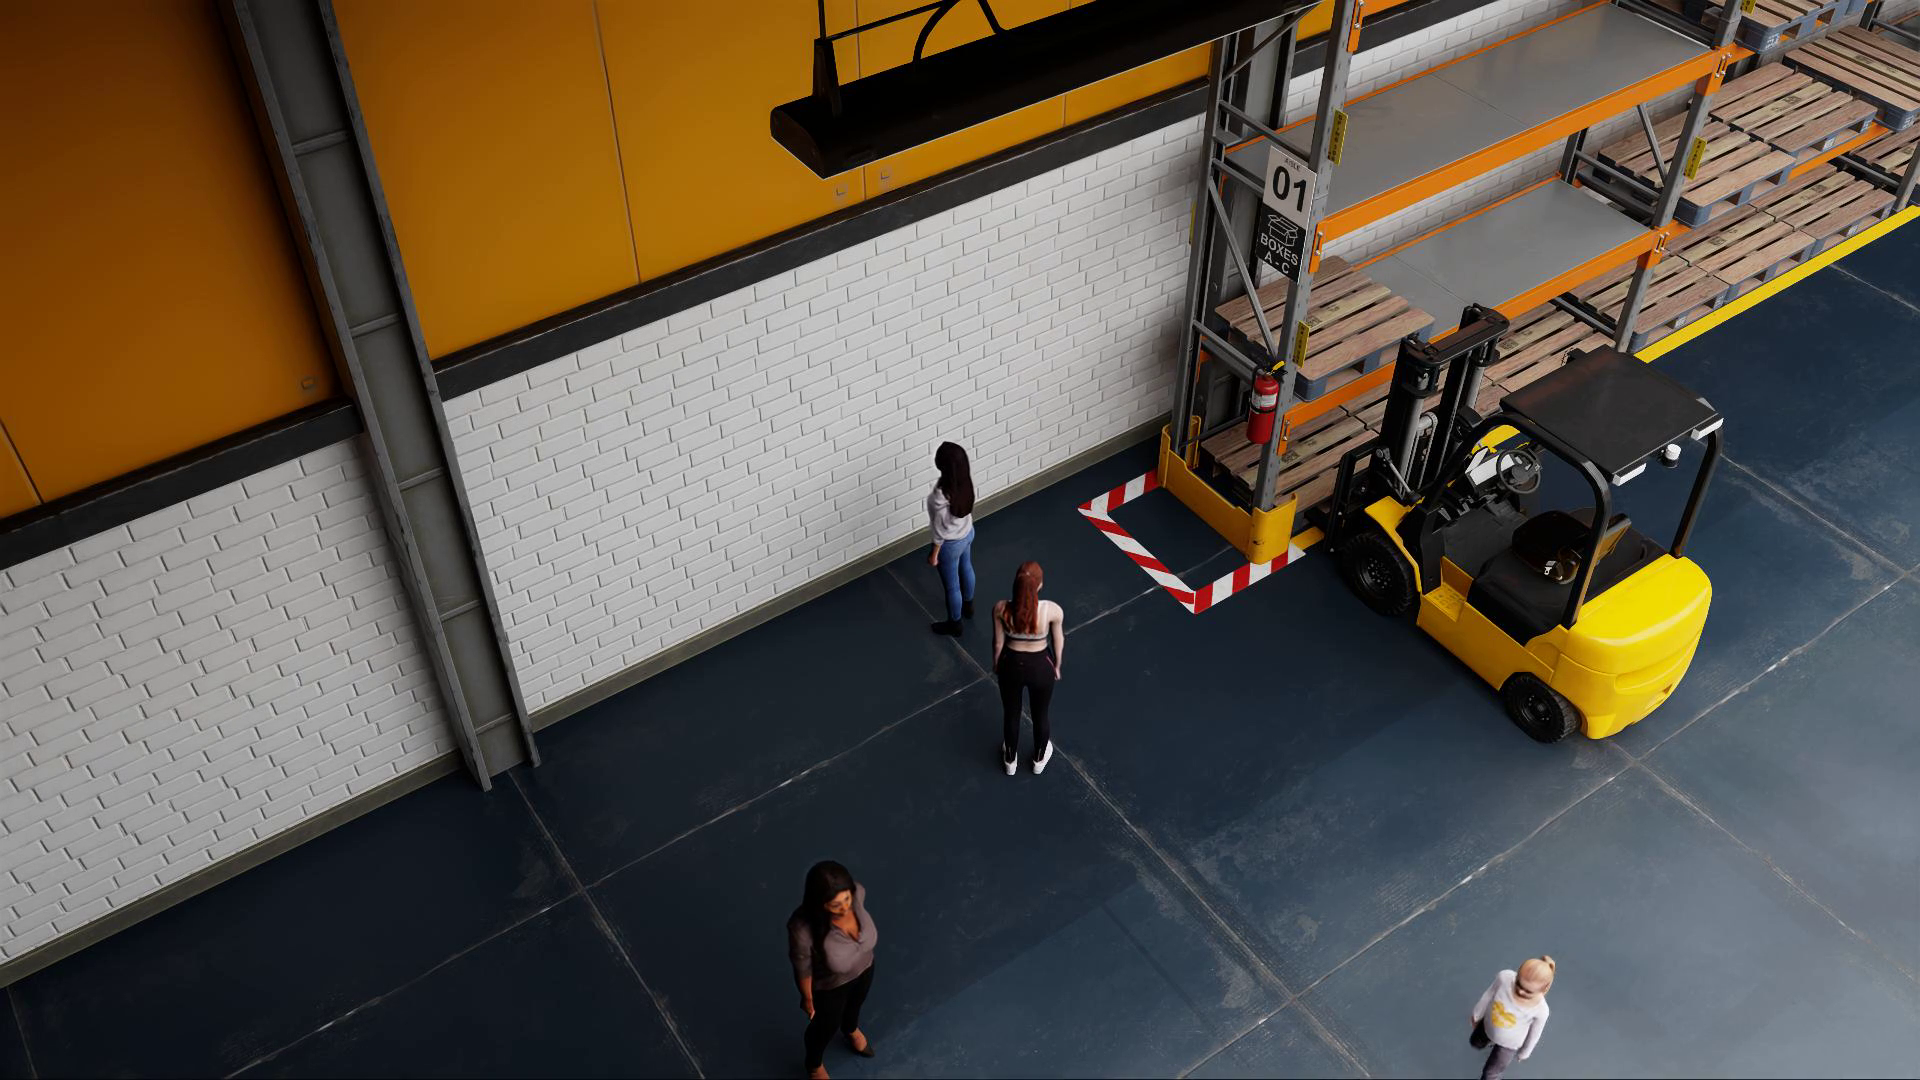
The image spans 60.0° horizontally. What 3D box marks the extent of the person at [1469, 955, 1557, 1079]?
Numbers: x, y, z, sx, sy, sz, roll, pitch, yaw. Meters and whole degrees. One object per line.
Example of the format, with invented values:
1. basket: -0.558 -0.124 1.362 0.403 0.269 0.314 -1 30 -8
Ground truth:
1. person: 2.861 2.520 8.657 0.810 1.266 0.513 -24 49 -23

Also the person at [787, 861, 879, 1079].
1. person: -0.646 2.226 8.550 0.768 1.840 0.616 31 52 28

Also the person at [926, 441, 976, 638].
1. person: -0.035 -0.011 11.049 0.736 1.633 0.608 20 47 20

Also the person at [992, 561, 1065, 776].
1. person: 0.401 0.791 10.128 0.647 1.741 0.719 4 44 4
